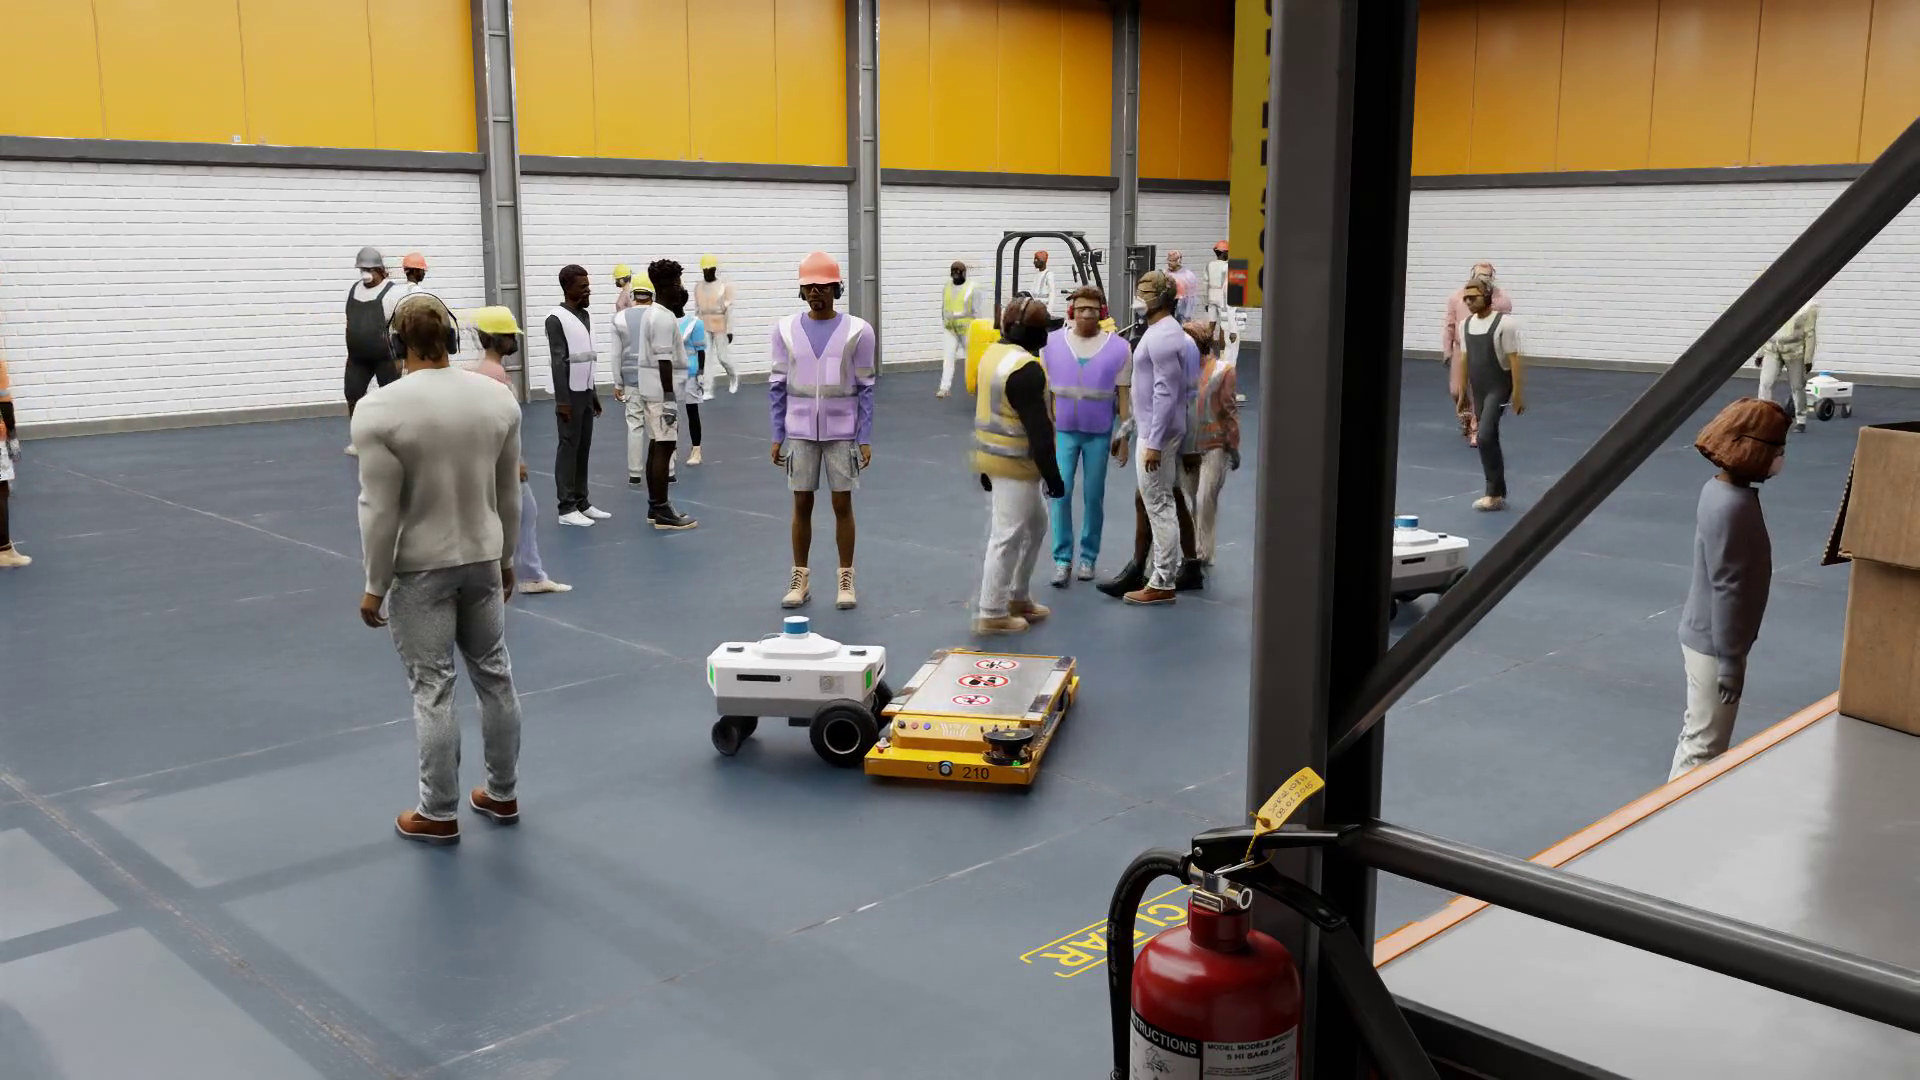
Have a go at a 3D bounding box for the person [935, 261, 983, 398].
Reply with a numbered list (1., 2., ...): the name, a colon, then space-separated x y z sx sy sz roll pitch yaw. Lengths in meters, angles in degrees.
1. person: 0.040 -2.805 22.143 0.638 1.800 0.977 6 12 28

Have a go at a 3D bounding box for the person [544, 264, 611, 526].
1. person: -2.855 -1.073 12.331 0.391 1.920 0.593 2 11 10

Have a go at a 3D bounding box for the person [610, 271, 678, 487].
1. person: -2.652 -1.357 14.112 0.590 1.833 0.403 -1 10 -8

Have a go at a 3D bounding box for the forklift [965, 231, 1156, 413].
1. forklift: 1.222 -2.721 20.561 2.313 2.155 1.214 2 11 13

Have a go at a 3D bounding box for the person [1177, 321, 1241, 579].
1. person: 1.466 -0.560 10.401 0.541 1.599 0.664 8 13 38

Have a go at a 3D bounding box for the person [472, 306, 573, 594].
1. person: -2.762 -0.492 9.678 0.850 1.732 0.524 -3 11 -15

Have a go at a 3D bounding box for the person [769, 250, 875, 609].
1. person: -0.788 -0.617 9.499 0.608 2.044 0.370 1 10 4

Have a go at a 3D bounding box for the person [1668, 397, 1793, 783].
1. person: 2.434 0.359 5.295 0.279 1.633 0.499 4 11 21

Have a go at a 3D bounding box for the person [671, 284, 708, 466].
1. person: -2.600 -1.528 15.415 0.540 1.695 0.317 3 11 18

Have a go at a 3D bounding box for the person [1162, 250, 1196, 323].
1. person: 3.225 -3.418 25.166 0.636 1.902 0.406 8 13 36

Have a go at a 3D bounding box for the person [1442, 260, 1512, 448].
1. person: 5.247 -1.898 16.896 0.655 1.888 0.590 5 11 24

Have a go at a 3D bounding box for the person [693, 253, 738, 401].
1. person: -3.188 -2.785 21.709 0.593 1.905 0.772 4 11 18

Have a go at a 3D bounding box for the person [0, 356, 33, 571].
1. person: -6.274 -0.640 10.604 0.581 1.692 0.318 1 10 5

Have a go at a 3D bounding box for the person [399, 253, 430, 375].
1. person: -6.063 -2.231 18.608 0.364 1.933 0.543 -9 14 -42

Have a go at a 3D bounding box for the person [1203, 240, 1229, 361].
1. person: 4.418 -4.052 28.240 0.394 2.040 0.610 -10 14 -43

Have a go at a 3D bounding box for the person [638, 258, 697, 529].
1. person: -2.163 -1.067 12.161 0.371 1.966 0.608 -3 11 -18

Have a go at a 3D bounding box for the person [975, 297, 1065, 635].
1. person: 0.367 -0.376 8.824 0.626 1.808 0.629 -2 11 -13

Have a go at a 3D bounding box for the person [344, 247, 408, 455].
1. person: -5.693 -1.819 16.065 0.714 2.000 0.735 3 11 14

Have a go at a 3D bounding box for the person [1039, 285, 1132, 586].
1. person: 0.729 -0.624 10.108 0.608 1.823 0.698 2 11 10

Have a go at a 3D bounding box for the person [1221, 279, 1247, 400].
1. person: 3.527 -2.719 21.397 0.344 1.882 0.585 2 11 13

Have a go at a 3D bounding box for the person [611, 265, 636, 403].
1. person: -4.271 -2.633 21.277 0.333 1.760 0.523 -5 11 -25

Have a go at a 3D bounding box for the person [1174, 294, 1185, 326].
1. person: 2.669 -2.660 21.751 0.522 1.636 0.310 2 11 12

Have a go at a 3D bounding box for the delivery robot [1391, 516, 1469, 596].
1. delivery robot: 2.517 0.106 9.364 0.707 0.478 0.477 -6 12 -30

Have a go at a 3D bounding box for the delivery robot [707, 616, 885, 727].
1. delivery robot: -0.677 0.561 6.886 0.707 0.478 0.477 1 11 6

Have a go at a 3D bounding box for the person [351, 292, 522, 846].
1. person: -1.818 0.107 5.850 0.375 1.936 0.627 9 14 42

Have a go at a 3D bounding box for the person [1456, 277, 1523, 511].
1. person: 4.085 -1.130 12.935 0.565 1.809 0.516 -5 11 -24

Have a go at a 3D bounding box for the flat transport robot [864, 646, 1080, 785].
1. flat transport robot: 0.092 0.714 7.082 0.652 0.197 1.431 2 11 12

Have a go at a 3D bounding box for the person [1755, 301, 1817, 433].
1. person: 8.827 -1.992 17.835 1.018 1.736 0.605 -9 14 -41

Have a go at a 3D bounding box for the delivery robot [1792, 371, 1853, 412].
1. delivery robot: 10.063 -1.734 19.398 0.707 0.478 0.477 -6 12 -28

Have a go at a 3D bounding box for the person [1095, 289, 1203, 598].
1. person: 1.104 -0.611 9.856 0.857 1.900 0.553 -3 11 -14

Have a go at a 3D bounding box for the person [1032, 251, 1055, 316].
1. person: 1.320 -3.659 26.532 0.359 1.882 0.575 -4 11 -22

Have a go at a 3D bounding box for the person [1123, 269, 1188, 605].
1. person: 1.133 -0.592 9.648 0.361 1.939 0.635 1 10 6
